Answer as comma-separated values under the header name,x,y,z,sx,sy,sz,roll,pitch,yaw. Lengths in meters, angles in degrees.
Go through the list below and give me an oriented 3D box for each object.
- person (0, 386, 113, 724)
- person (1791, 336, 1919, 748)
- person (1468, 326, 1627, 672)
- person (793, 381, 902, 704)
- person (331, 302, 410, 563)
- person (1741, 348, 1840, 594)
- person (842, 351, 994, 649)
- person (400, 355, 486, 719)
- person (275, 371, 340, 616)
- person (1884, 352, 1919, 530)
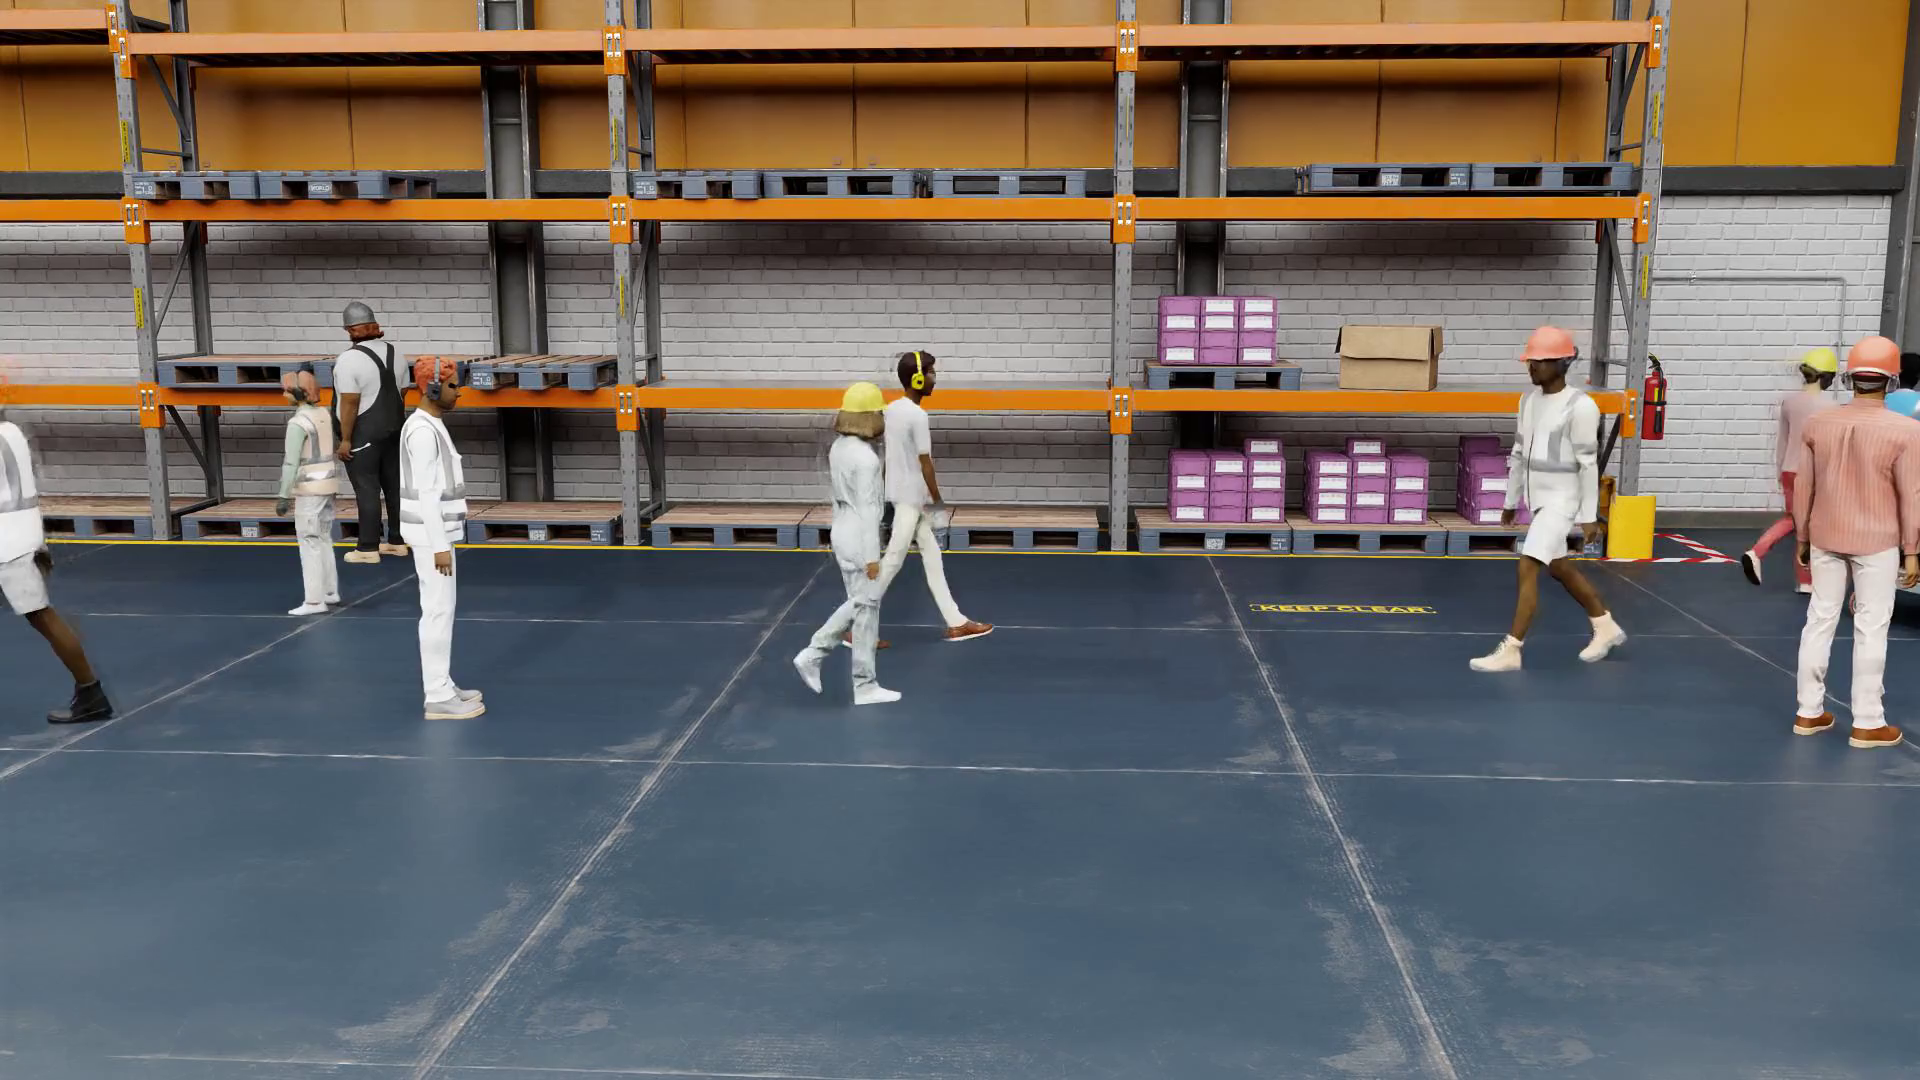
name,x,y,z,sx,sy,sz,roll,pitch,yaw
person,-4.851,0.032,8.308,1.059,1.872,0.566,-3,10,-18
person,4.381,0.016,8.111,0.409,2.002,0.634,-7,12,-34
person,3.467,-0.238,9.592,1.020,2.003,0.617,-2,10,-13
person,-0.577,0.029,8.757,0.482,1.729,0.502,-5,11,-26
person,-4.644,-0.847,12.997,0.536,2.000,0.673,4,11,24
person,5.876,-0.467,11.634,0.586,1.752,0.529,-2,10,-14
person,-0.275,-0.233,10.076,0.998,1.817,0.546,-3,10,-18
person,-2.692,-0.015,8.617,0.383,1.880,0.577,-2,10,-13
person,-4.310,-0.308,11.041,0.353,1.631,0.546,0,10,2
person,6.967,-0.562,12.388,0.728,1.673,0.527,-6,12,-33
